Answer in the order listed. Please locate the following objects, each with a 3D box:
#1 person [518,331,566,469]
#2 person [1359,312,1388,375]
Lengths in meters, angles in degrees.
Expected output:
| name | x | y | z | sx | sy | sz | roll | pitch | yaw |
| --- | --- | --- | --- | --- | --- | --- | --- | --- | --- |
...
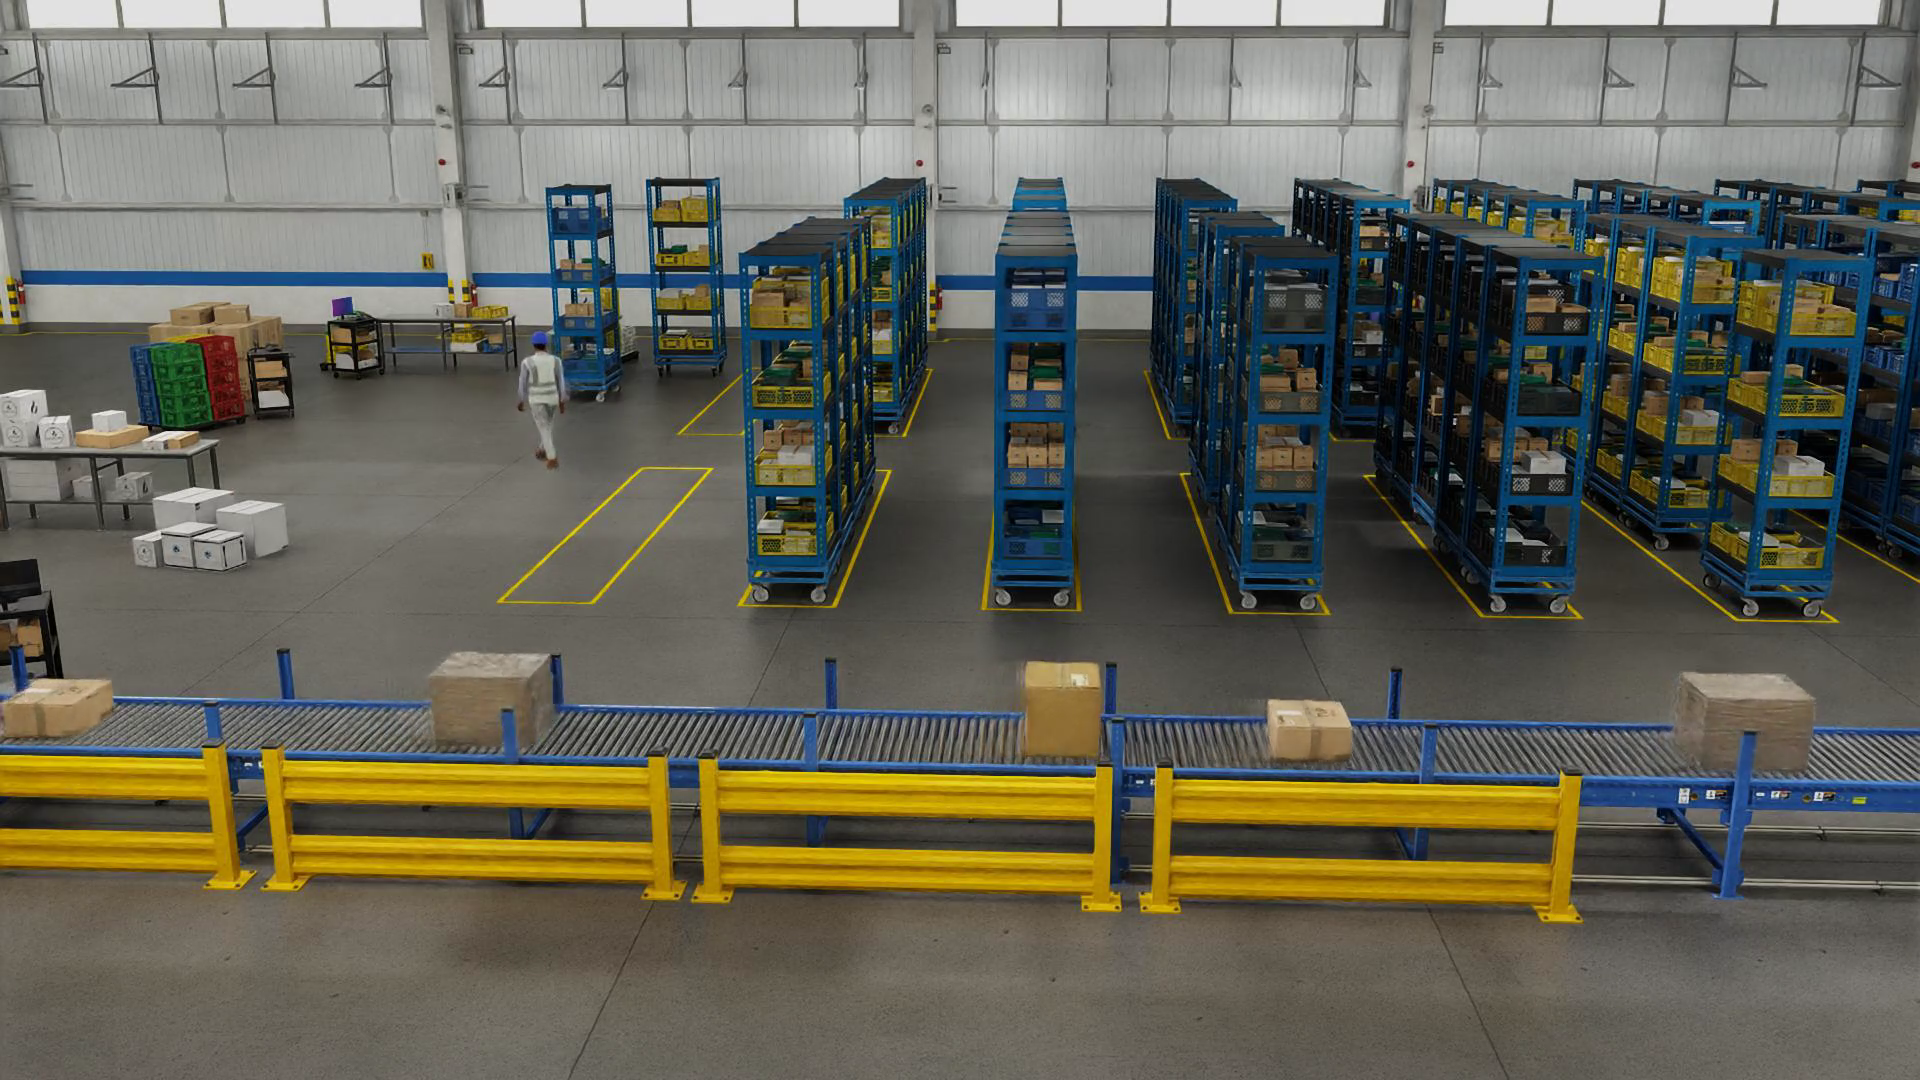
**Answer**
| name | x | y | z | sx | sy | sz | roll | pitch | yaw |
| --- | --- | --- | --- | --- | --- | --- | --- | --- | --- |
| person | -5.824 | -1.962 | 23.242 | 0.606 | 1.902 | 1.012 | -13 | 20 | -39 |
| person | 7.344 | -3.672 | 29.691 | 0.604 | 1.829 | 0.457 | -1 | 15 | -5 |
